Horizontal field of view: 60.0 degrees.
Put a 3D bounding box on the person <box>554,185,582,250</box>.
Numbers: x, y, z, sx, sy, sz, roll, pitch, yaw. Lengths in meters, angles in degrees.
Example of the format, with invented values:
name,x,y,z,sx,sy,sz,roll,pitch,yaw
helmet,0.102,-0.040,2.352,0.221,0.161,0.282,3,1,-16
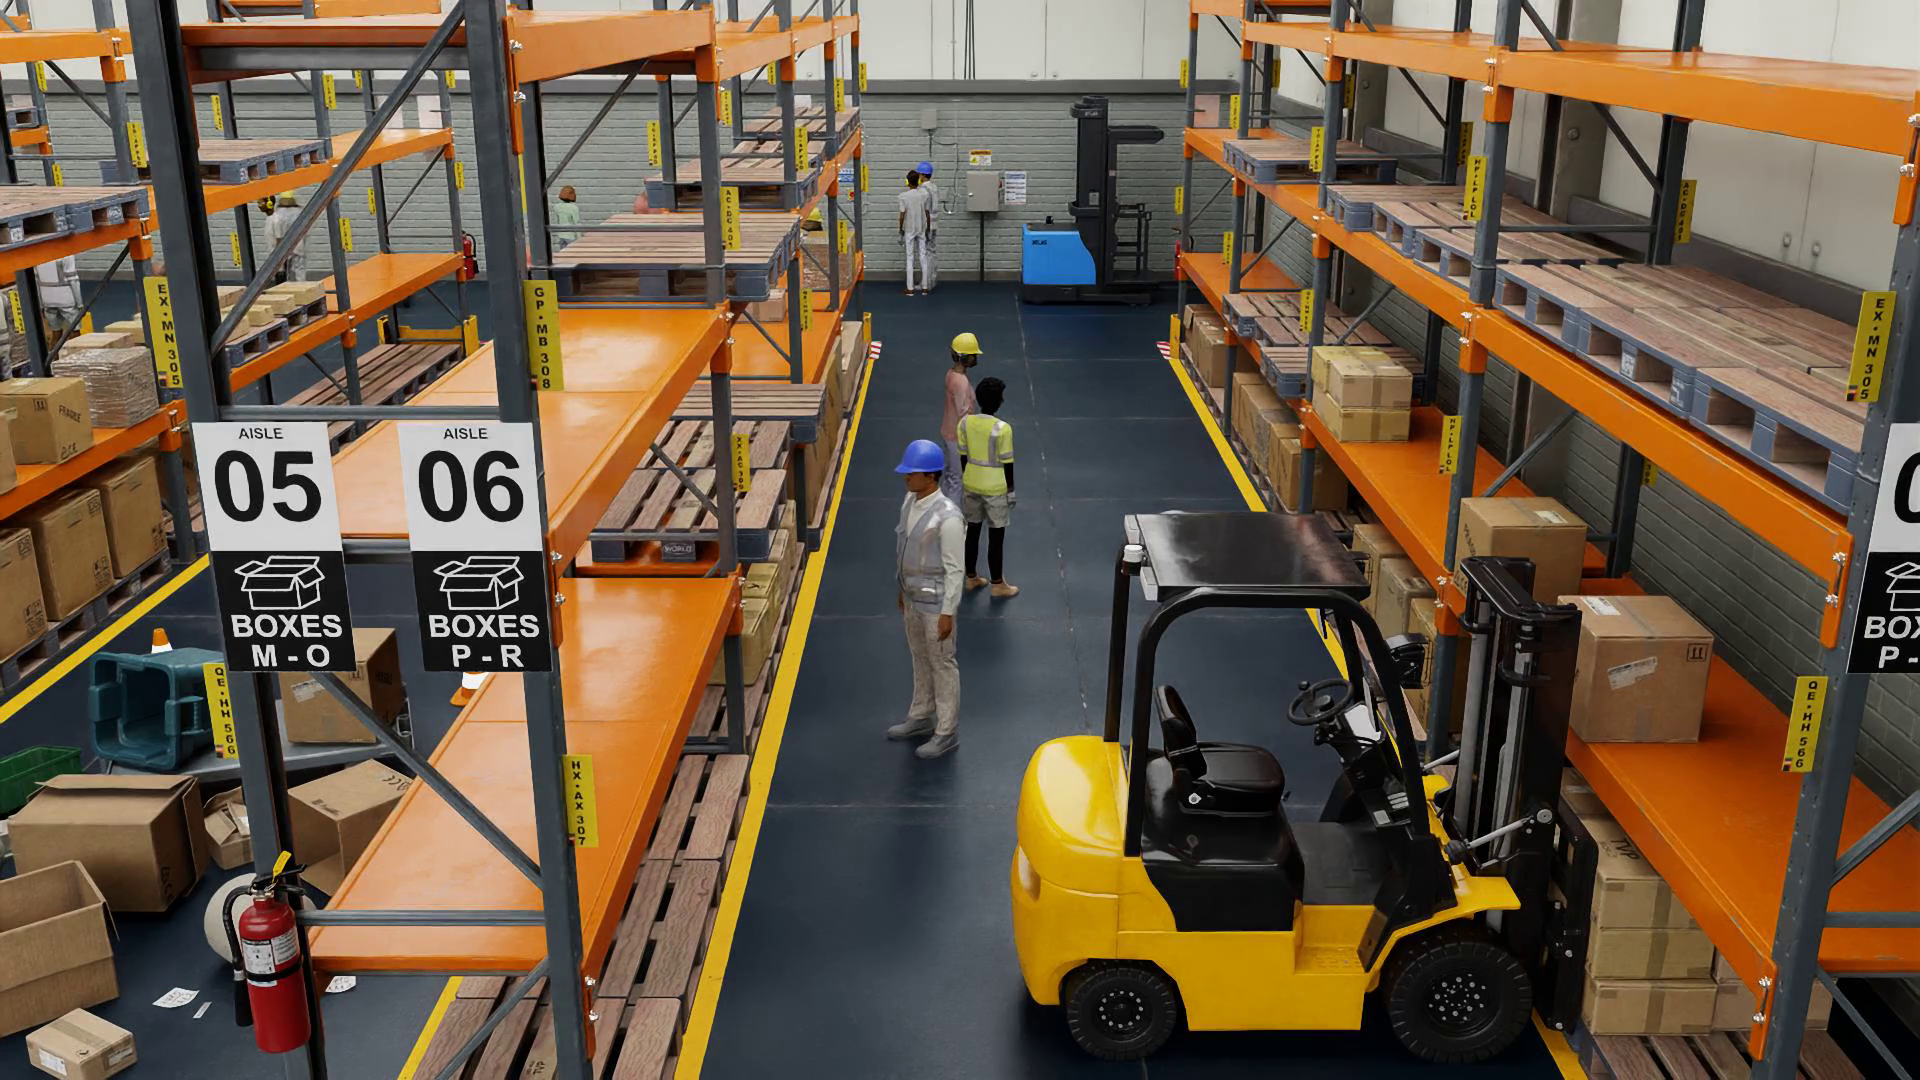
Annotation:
name,x,y,z,sx,sy,sz,roll,pitch,yaw
person,-5.921,-4.552,25.225,0.507,1.627,0.280,12,22,32

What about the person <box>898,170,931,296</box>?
name,x,y,z,sx,sy,sz,roll,pitch,yaw
person,-0.684,-4.623,25.065,0.517,1.865,0.327,-5,19,-15

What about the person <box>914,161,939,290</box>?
name,x,y,z,sx,sy,sz,roll,pitch,yaw
person,-0.515,-4.814,25.504,0.377,1.950,0.611,6,19,16

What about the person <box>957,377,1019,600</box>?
name,x,y,z,sx,sy,sz,roll,pitch,yaw
person,0.212,-0.390,12.531,0.530,1.692,0.321,16,24,40

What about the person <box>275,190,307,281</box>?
name,x,y,z,sx,sy,sz,roll,pitch,yaw
person,-9.713,-4.243,24.169,0.488,1.692,0.877,-8,20,-24

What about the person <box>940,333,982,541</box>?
name,x,y,z,sx,sy,sz,roll,pitch,yaw
person,0.015,-0.848,13.820,0.343,1.760,0.530,-3,19,-10

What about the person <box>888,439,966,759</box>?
name,x,y,z,sx,sy,sz,roll,pitch,yaw
person,-0.193,0.341,9.919,0.390,1.949,0.602,-10,21,-29

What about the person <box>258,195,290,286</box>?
name,x,y,z,sx,sy,sz,roll,pitch,yaw
person,-9.258,-3.792,22.570,0.341,1.858,0.510,-11,21,-30

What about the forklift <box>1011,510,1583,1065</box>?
name,x,y,z,sx,sy,sz,roll,pitch,yaw
forklift,1.387,1.055,7.378,2.313,2.155,1.214,0,18,0

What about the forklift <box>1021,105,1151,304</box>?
name,x,y,z,sx,sy,sz,roll,pitch,yaw
forklift,1.857,-4.944,24.441,1.873,2.768,1.129,0,18,0

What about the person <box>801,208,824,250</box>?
name,x,y,z,sx,sy,sz,roll,pitch,yaw
person,-1.930,-3.477,21.808,0.325,1.729,0.494,-1,18,-2

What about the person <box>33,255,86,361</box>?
name,x,y,z,sx,sy,sz,roll,pitch,yaw
person,-10.498,-2.784,19.416,0.553,1.924,0.390,2,18,5

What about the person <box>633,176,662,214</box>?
name,x,y,z,sx,sy,sz,roll,pitch,yaw
person,-4.425,-4.311,24.077,0.397,1.901,0.648,9,21,26
